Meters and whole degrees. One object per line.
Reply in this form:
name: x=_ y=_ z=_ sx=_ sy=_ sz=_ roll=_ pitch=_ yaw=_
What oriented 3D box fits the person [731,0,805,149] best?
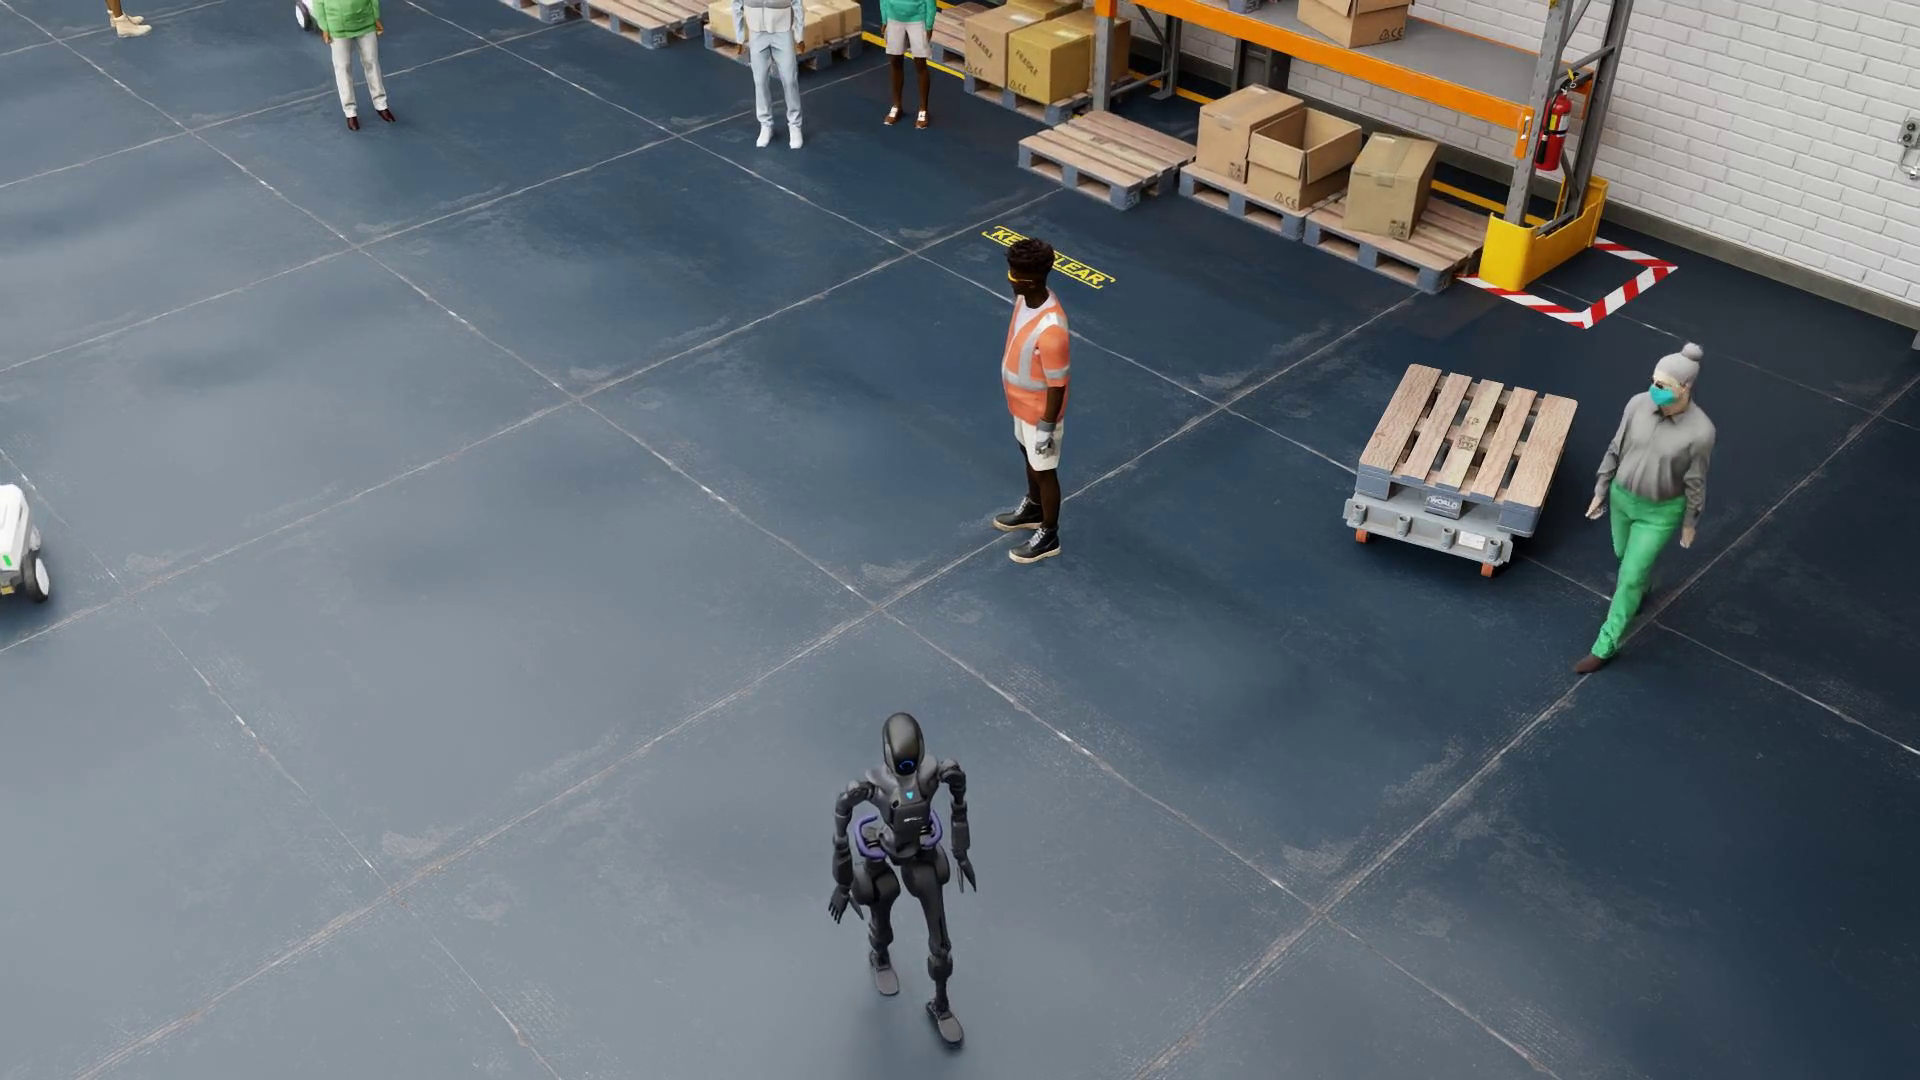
person: x=-1.571 y=-4.188 z=13.724 sx=0.596 sy=1.906 sz=0.408 roll=2 pitch=37 yaw=3

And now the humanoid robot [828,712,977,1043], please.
humanoid robot: x=-0.219 y=1.323 z=6.621 sx=0.615 sy=1.637 sz=0.604 roll=-12 pitch=39 yaw=-16

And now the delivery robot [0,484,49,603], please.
delivery robot: x=-5.394 y=0.023 z=9.254 sx=0.499 sy=0.581 sz=0.774 roll=-12 pitch=39 yaw=-15

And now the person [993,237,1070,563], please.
person: x=0.408 y=-0.761 z=9.136 sx=0.367 sy=1.962 sz=0.608 roll=-7 pitch=38 yaw=-10

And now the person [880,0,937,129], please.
person: x=-0.432 y=-4.424 z=14.087 sx=0.497 sy=1.843 sz=0.404 roll=10 pitch=38 yaw=14

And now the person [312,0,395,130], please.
person: x=-5.166 y=-4.391 z=14.091 sx=0.538 sy=1.783 sz=0.386 roll=-21 pitch=42 yaw=-25

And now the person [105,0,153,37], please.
person: x=-8.172 y=-5.834 z=15.787 sx=0.376 sy=2.045 sz=0.605 roll=-20 pitch=41 yaw=-24

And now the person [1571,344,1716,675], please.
person: x=3.555 y=-0.223 z=8.557 sx=0.883 sy=1.804 sz=0.545 roll=-27 pitch=45 yaw=-31

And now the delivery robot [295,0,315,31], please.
delivery robot: x=-6.119 y=-5.185 z=16.154 sx=0.499 sy=0.587 sz=0.767 roll=-24 pitch=43 yaw=-29
